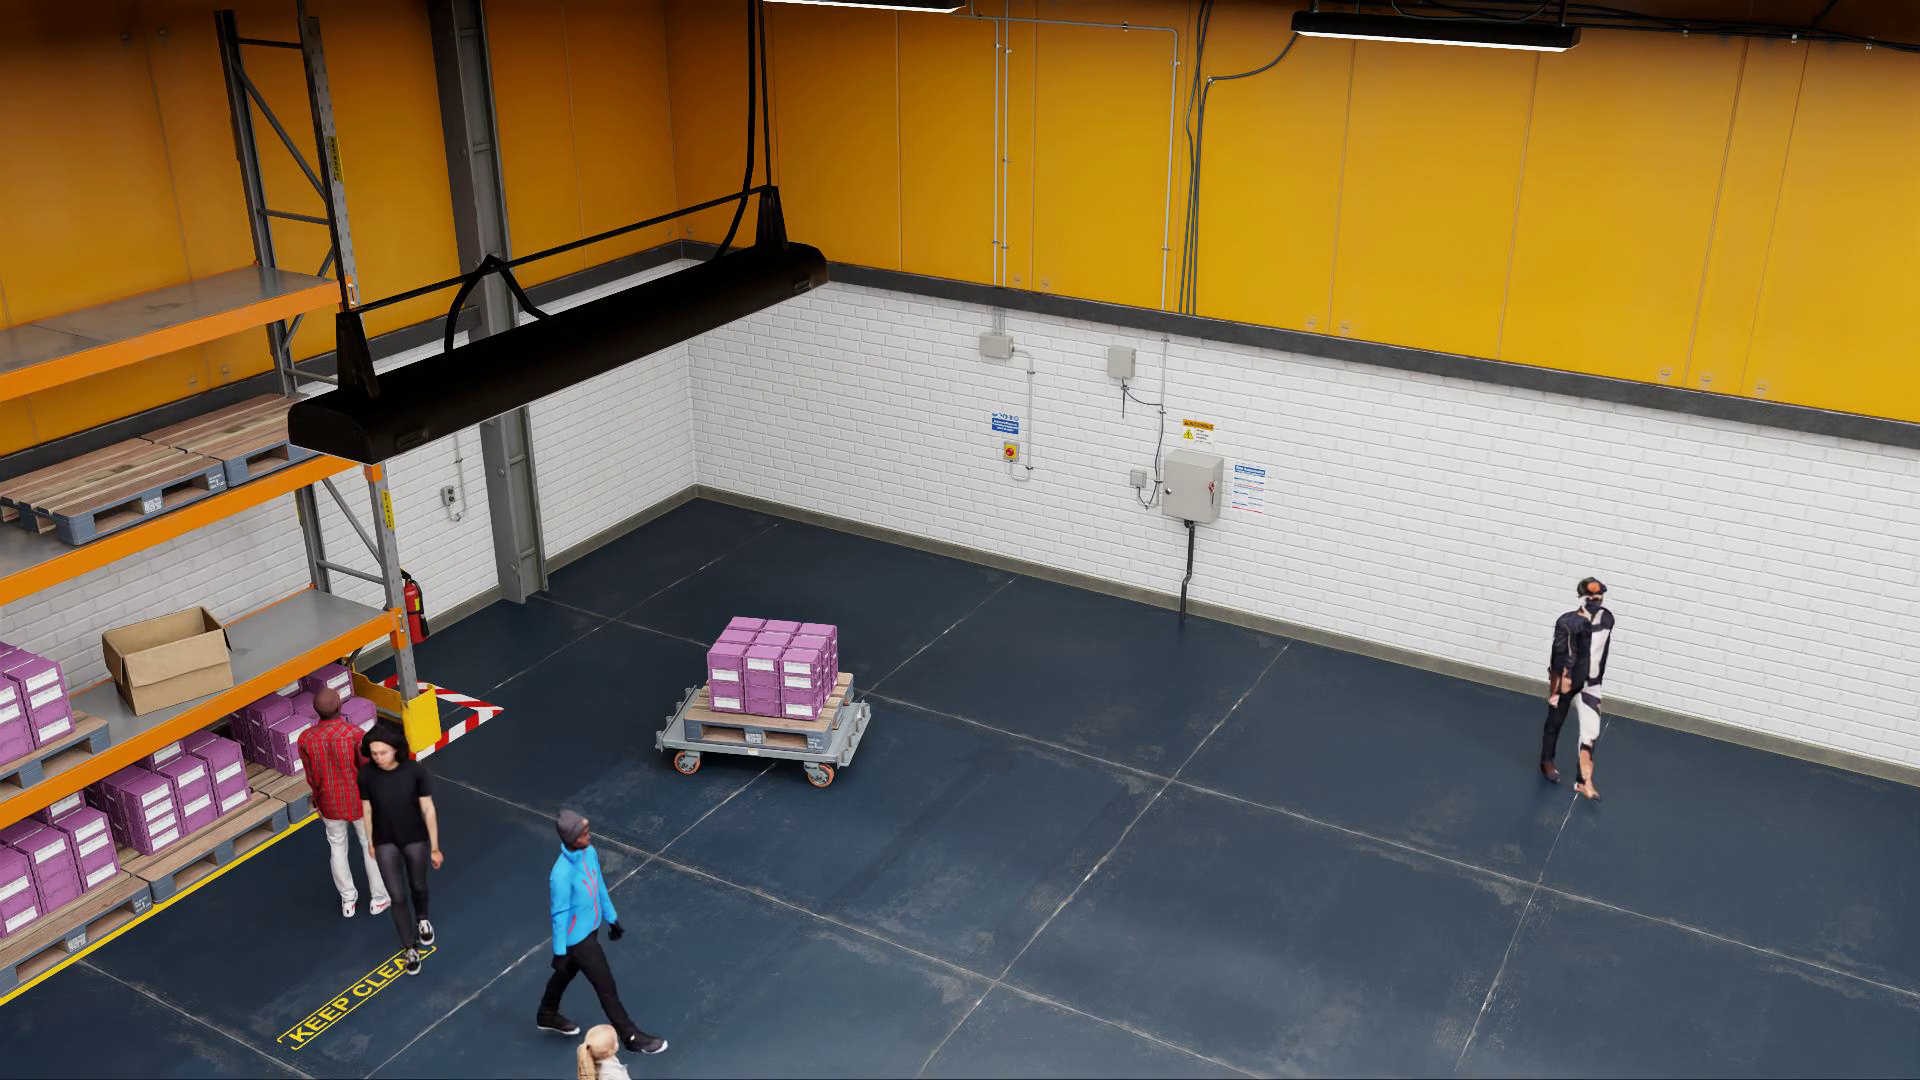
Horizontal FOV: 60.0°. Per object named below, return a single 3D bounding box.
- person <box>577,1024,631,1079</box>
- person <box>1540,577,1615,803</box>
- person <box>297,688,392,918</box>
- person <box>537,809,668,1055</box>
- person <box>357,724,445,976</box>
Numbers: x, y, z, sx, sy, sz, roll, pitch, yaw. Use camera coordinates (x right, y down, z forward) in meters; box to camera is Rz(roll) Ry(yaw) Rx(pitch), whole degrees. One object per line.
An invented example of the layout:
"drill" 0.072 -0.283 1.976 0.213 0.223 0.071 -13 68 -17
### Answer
"person" -1.976 3.272 9.267 0.935 1.252 0.690 -19 30 -37
"person" 4.924 1.115 13.437 1.005 1.866 1.080 -4 24 -9
"person" -4.358 1.849 11.815 0.756 1.820 0.769 -1 24 -2
"person" -2.475 2.473 10.477 0.945 1.747 1.165 5 24 11
"person" -3.846 2.008 11.457 0.924 1.814 0.981 -7 24 -15
